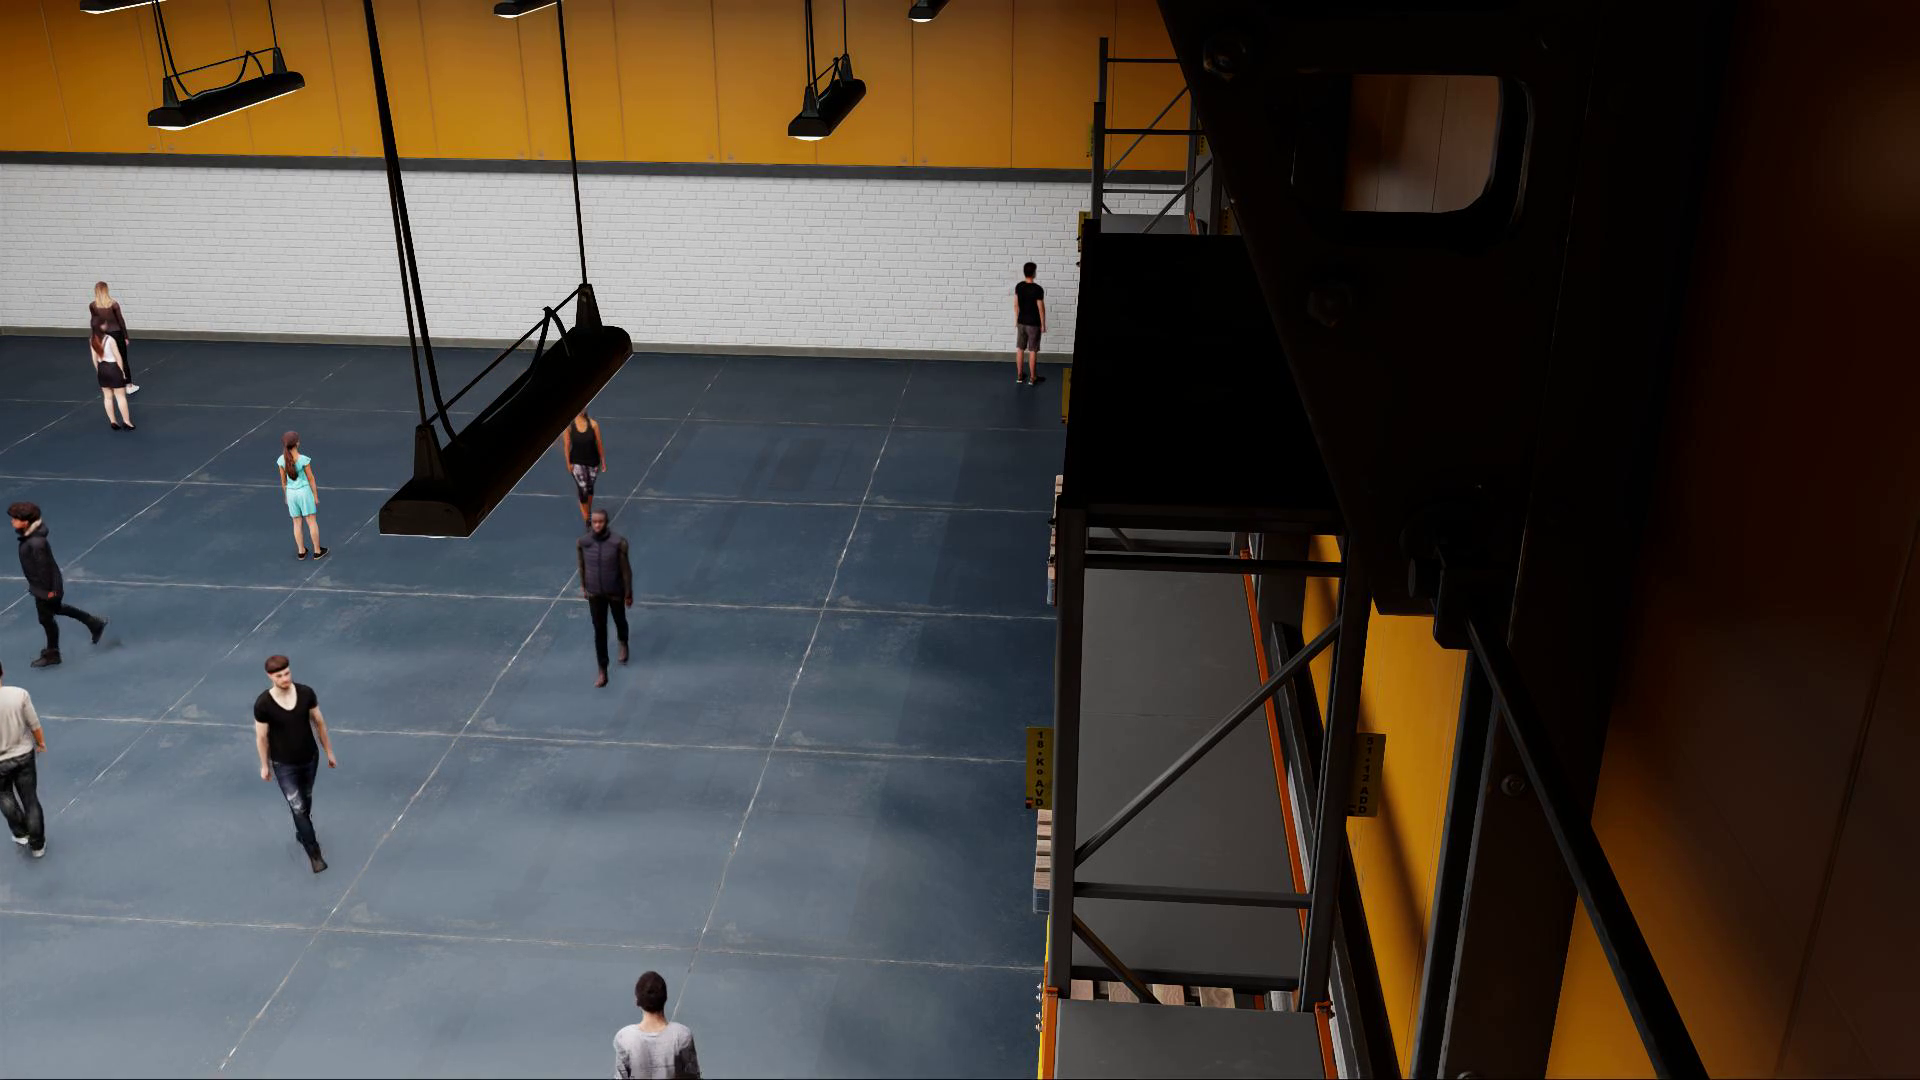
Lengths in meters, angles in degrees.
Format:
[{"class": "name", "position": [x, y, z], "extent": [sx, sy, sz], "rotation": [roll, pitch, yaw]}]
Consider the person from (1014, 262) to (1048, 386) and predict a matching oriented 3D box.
[{"class": "person", "position": [1.037, -3.292, 25.214], "extent": [0.767, 1.861, 0.752], "rotation": [15, 28, 31]}]

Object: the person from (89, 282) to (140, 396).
[{"class": "person", "position": [-12.634, -3.012, 24.768], "extent": [0.631, 1.705, 0.547], "rotation": [-1, 24, -3]}]

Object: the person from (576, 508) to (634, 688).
[{"class": "person", "position": [-3.497, 0.500, 16.630], "extent": [0.750, 1.788, 1.179], "rotation": [1, 24, 1]}]

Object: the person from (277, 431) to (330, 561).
[{"class": "person", "position": [-7.646, -0.526, 19.264], "extent": [0.561, 1.558, 0.538], "rotation": [0, 24, 0]}]

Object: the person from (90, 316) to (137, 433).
[{"class": "person", "position": [-11.890, -2.321, 23.259], "extent": [0.538, 1.648, 0.496], "rotation": [2, 24, 4]}]

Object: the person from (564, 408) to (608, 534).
[{"class": "person", "position": [-4.563, -0.966, 20.171], "extent": [0.881, 1.637, 1.016], "rotation": [-13, 27, -27]}]

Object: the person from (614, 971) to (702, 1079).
[{"class": "person", "position": [-1.782, 3.442, 9.844], "extent": [0.692, 1.831, 0.781], "rotation": [1, 24, 1]}]

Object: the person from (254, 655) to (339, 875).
[{"class": "person", "position": [-5.492, 1.759, 13.653], "extent": [1.145, 1.864, 1.190], "rotation": [-20, 31, -38]}]

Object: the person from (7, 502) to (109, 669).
[{"class": "person", "position": [-9.184, 0.413, 16.865], "extent": [1.077, 1.759, 1.049], "rotation": [-16, 28, -33]}]

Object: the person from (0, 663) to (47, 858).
[{"class": "person", "position": [-7.762, 1.812, 13.617], "extent": [0.832, 1.797, 0.887], "rotation": [-16, 29, -33]}]
